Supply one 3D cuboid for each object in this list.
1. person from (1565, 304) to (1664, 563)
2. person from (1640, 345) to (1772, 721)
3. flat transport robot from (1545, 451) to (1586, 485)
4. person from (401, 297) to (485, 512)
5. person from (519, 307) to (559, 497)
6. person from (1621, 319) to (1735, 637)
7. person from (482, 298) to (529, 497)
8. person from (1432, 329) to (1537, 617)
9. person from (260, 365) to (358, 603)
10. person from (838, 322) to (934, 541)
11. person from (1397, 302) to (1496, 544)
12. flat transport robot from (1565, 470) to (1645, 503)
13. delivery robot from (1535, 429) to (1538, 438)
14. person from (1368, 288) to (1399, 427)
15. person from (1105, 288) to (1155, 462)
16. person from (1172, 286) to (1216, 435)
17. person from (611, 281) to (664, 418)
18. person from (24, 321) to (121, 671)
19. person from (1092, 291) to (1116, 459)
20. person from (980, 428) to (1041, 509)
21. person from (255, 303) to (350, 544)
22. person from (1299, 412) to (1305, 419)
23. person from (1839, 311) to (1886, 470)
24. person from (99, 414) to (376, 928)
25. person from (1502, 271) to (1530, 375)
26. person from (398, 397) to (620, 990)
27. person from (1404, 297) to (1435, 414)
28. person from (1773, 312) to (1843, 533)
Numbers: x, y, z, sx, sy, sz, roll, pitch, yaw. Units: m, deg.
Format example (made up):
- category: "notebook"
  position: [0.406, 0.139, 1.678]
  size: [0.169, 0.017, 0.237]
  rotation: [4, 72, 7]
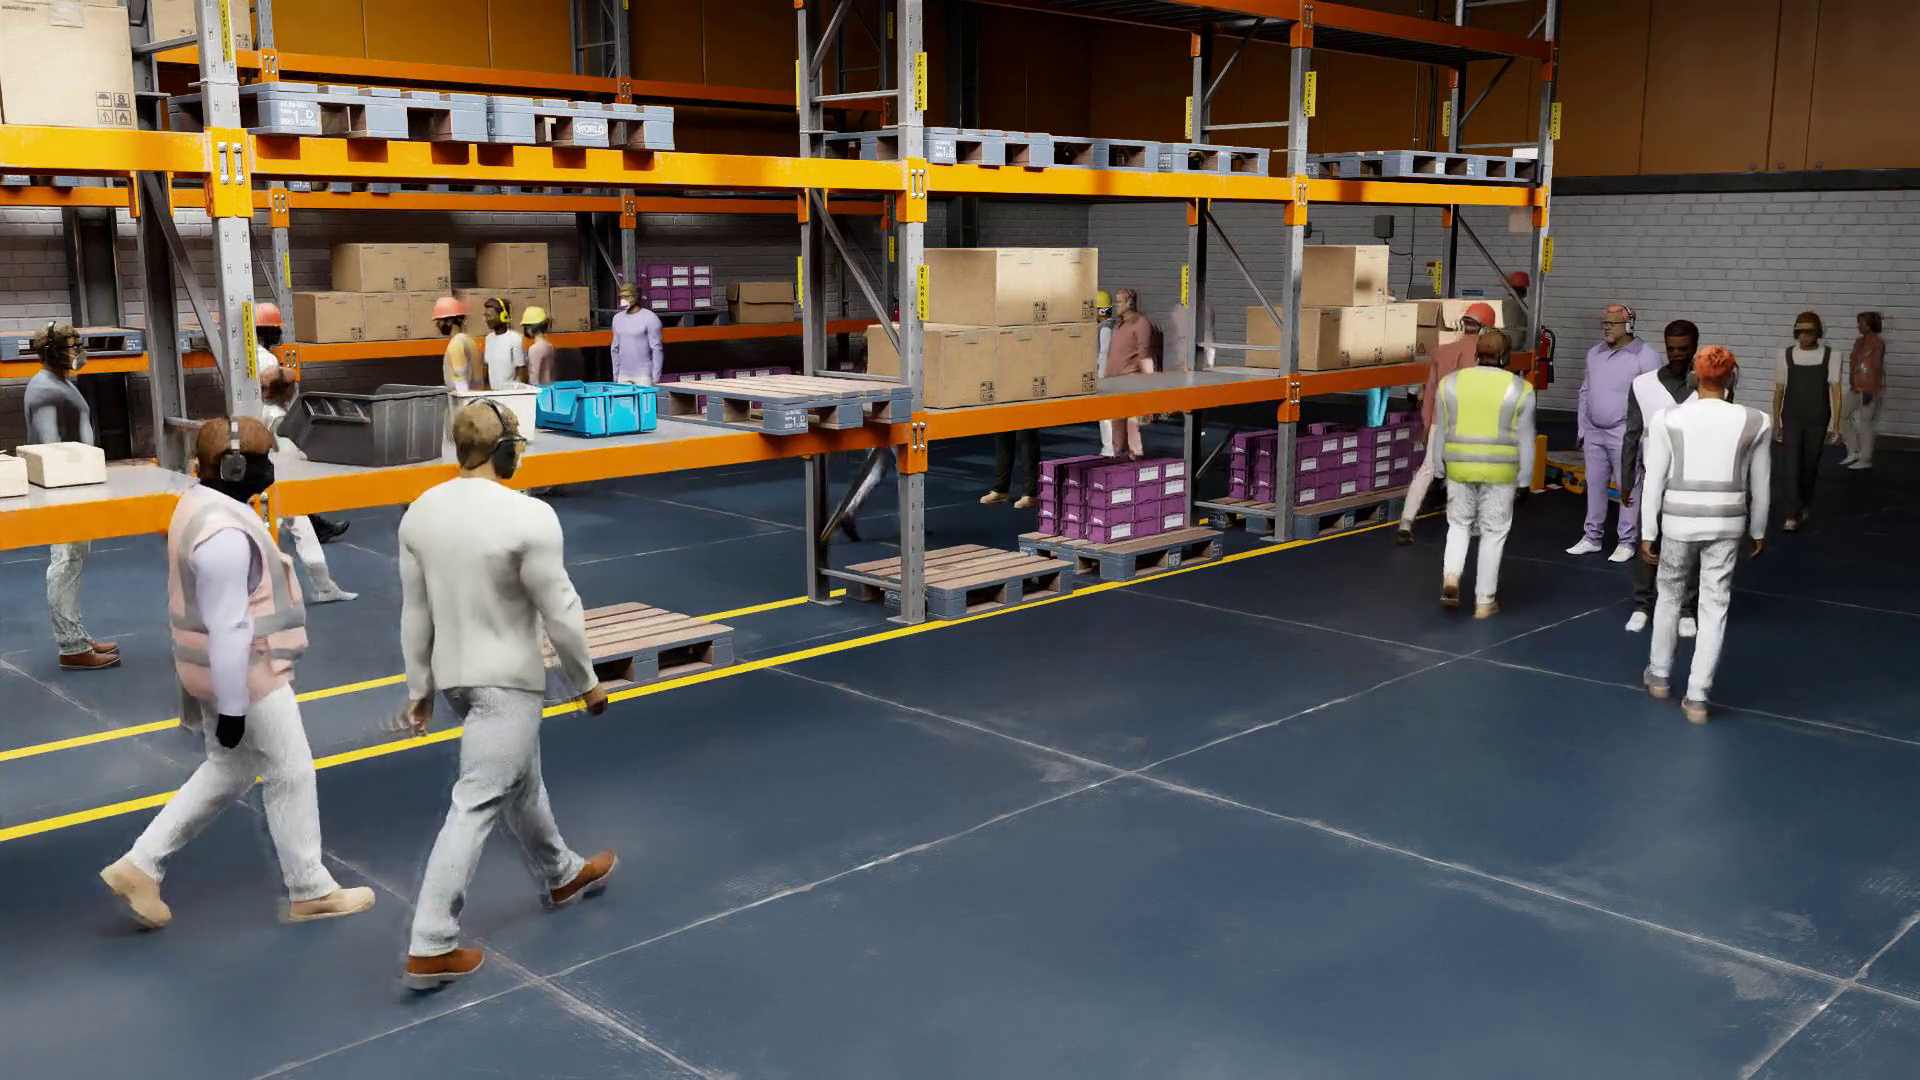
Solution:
- category: "person"
  position: [4.833, -0.790, 12.321]
  size: [0.402, 1.906, 0.652]
  rotation: [-6, 12, -32]
- category: "person"
  position: [3.782, -0.062, 8.476]
  size: [0.607, 1.849, 0.841]
  rotation: [4, 11, 19]
- category: "flat transport robot"
  position: [6.058, -0.707, 16.331]
  size: [0.652, 0.197, 1.431]
  rotation: [-1, 10, -4]
- category: "person"
  position: [-4.276, -1.112, 14.142]
  size: [0.973, 1.880, 0.563]
  rotation: [0, 10, 1]
- category: "person"
  position: [-3.858, -1.249, 15.227]
  size: [0.367, 1.752, 0.546]
  rotation: [1, 10, 6]
- category: "person"
  position: [4.324, -0.376, 10.067]
  size: [0.606, 1.909, 0.391]
  rotation: [5, 12, 25]
- category: "person"
  position: [-4.163, -1.234, 14.893]
  size: [0.632, 1.850, 0.521]
  rotation: [-9, 14, -41]
- category: "person"
  position: [3.279, -0.406, 10.438]
  size: [0.645, 1.828, 0.486]
  rotation: [6, 12, 31]
- category: "person"
  position: [-4.386, -0.325, 10.642]
  size: [0.888, 1.591, 0.518]
  rotation: [-6, 12, -28]
- category: "person"
  position: [-0.590, -0.848, 13.084]
  size: [0.811, 1.735, 0.525]
  rotation: [-8, 13, -37]
- category: "person"
  position: [3.846, -0.913, 13.042]
  size: [1.167, 1.908, 0.635]
  rotation: [-10, 14, -43]
- category: "flat transport robot"
  position: [6.092, -0.448, 14.915]
  size: [0.652, 0.197, 1.431]
  rotation: [-2, 11, -8]
- category: "delivery robot"
  position: [5.635, -1.072, 17.286]
  size: [0.477, 0.478, 0.707]
  rotation: [-7, 12, -33]
- category: "person"
  position: [4.850, -1.958, 18.993]
  size: [0.556, 1.799, 0.872]
  rotation: [-1, 10, -8]
- category: "person"
  position: [1.593, -1.570, 16.648]
  size: [0.722, 1.878, 0.673]
  rotation: [-4, 11, -21]
- category: "person"
  position: [2.806, -2.165, 19.876]
  size: [0.443, 1.885, 0.648]
  rotation: [-9, 14, -42]
- category: "person"
  position: [-3.301, -1.663, 16.990]
  size: [0.635, 1.937, 0.352]
  rotation: [6, 12, 30]
- category: "person"
  position: [-4.963, -0.245, 9.263]
  size: [0.373, 1.940, 0.629]
  rotation: [-5, 11, -25]
- category: "person"
  position: [1.514, -1.712, 17.590]
  size: [0.404, 1.824, 0.586]
  rotation: [1, 10, 5]
- category: "person"
  position: [0.462, -1.297, 14.716]
  size: [0.672, 2.000, 0.536]
  rotation: [10, 14, 42]
- category: "person"
  position: [-5.239, -0.858, 12.727]
  size: [0.569, 1.885, 0.971]
  rotation: [9, 14, 41]
- category: "person"
  position: [4.438, -2.458, 21.986]
  size: [0.315, 1.696, 0.540]
  rotation: [3, 11, 17]
- category: "person"
  position: [9.250, -1.528, 17.070]
  size: [0.408, 1.623, 0.526]
  rotation: [0, 10, 3]
- category: "person"
  position: [-2.536, 0.472, 5.712]
  size: [0.793, 1.816, 0.628]
  rotation: [-6, 12, -32]
- category: "person"
  position: [6.677, -2.214, 19.891]
  size: [0.653, 1.970, 0.705]
  rotation: [-6, 12, -28]
- category: "person"
  position: [-1.547, 0.468, 5.551]
  size: [0.635, 1.885, 1.068]
  rotation: [7, 12, 32]
- category: "person"
  position: [5.461, -1.982, 19.421]
  size: [0.535, 1.687, 0.359]
  rotation: [-3, 11, -16]
- category: "person"
  position: [6.973, -0.982, 13.719]
  size: [0.536, 1.794, 1.002]
  rotation: [5, 11, 25]
